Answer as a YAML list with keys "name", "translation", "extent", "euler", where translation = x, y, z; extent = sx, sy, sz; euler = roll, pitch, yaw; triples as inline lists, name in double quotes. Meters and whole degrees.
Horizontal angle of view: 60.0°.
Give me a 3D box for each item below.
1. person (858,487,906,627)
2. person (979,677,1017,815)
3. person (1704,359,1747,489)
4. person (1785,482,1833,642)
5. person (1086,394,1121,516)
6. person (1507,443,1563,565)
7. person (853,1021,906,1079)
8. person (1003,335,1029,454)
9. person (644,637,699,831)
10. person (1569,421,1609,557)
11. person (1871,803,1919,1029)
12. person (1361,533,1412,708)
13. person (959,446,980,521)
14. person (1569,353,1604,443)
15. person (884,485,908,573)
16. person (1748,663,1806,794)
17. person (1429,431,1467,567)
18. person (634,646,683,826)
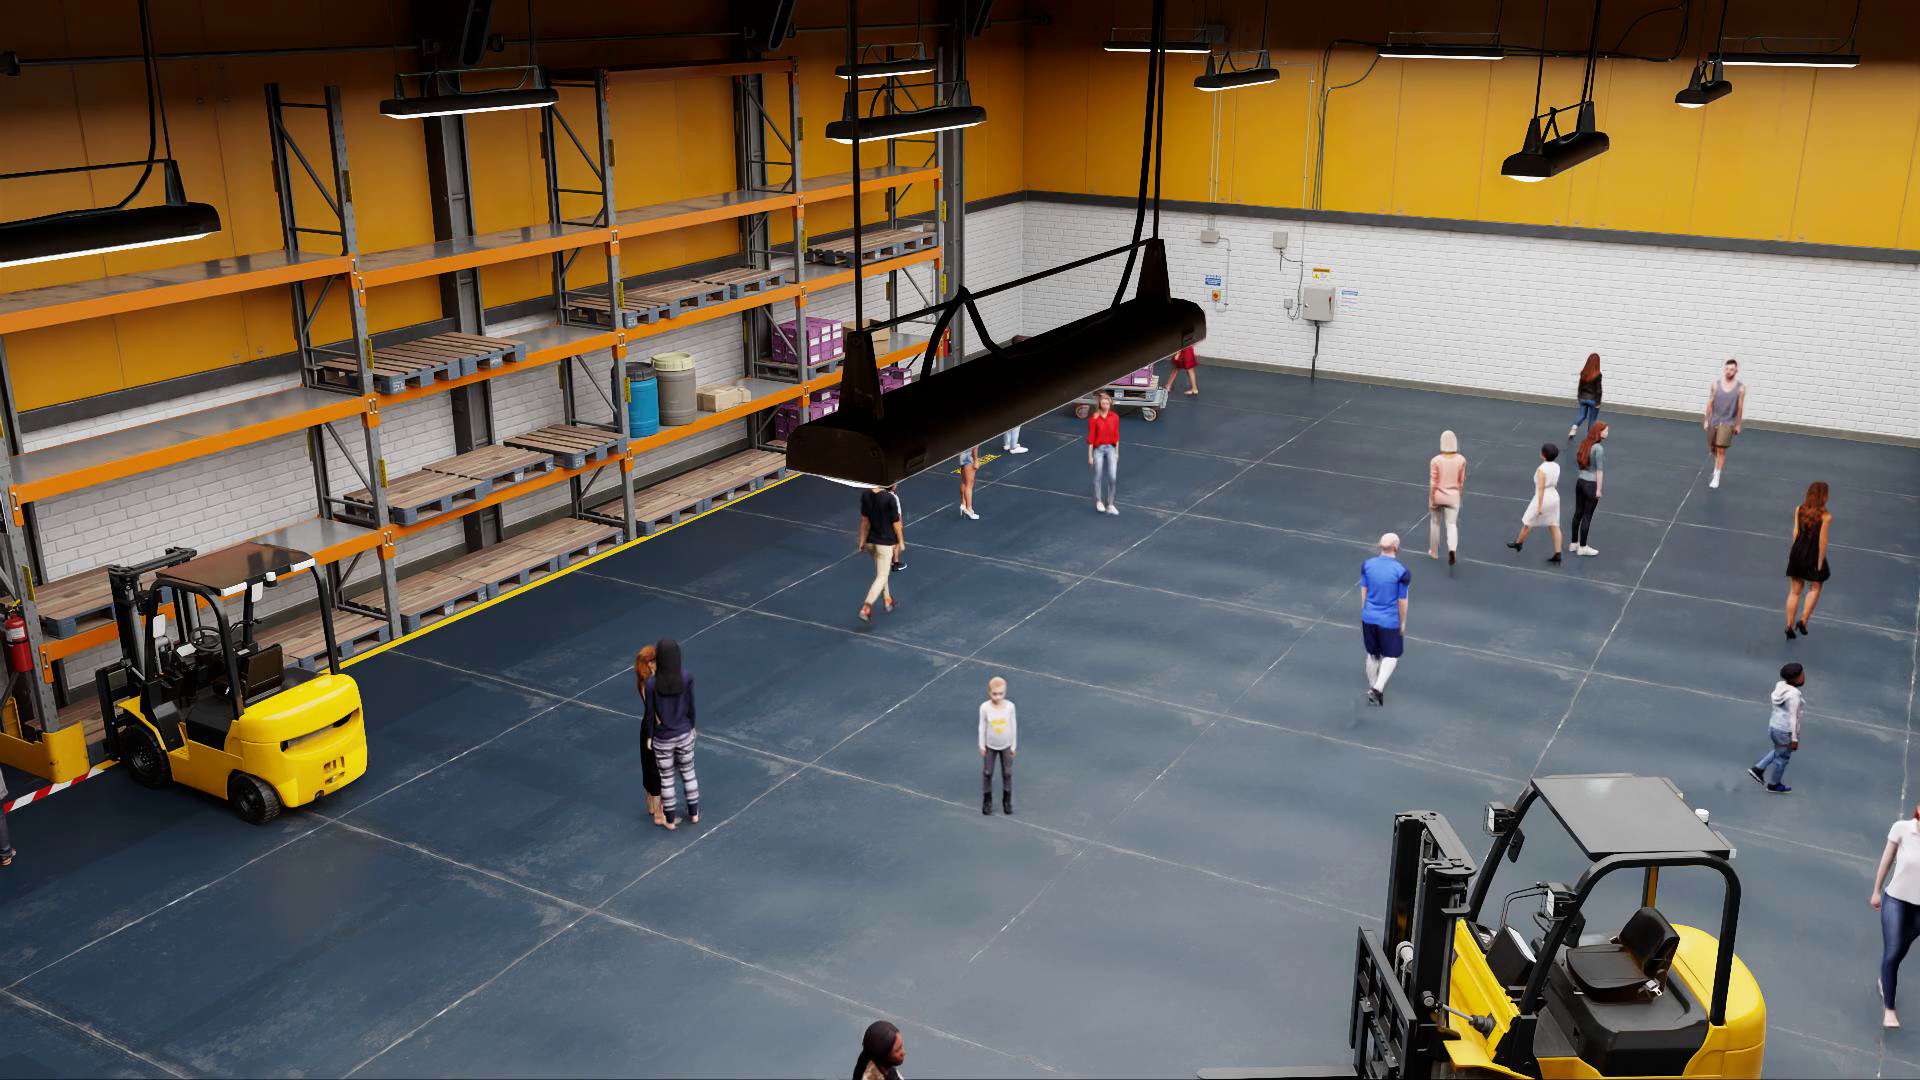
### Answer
- name: "person"
  translation: [-0.944, 0.073, 18.883]
  extent: [0.709, 1.826, 1.179]
  euler: [13, 23, 35]
- name: "person"
  translation: [0.336, 1.792, 14.636]
  extent: [0.562, 1.277, 0.607]
  euler: [-2, 19, -5]
- name: "person"
  translation: [10.903, -1.693, 23.721]
  extent: [0.731, 1.820, 1.180]
  euler: [14, 23, 35]
- name: "person"
  translation: [9.267, 0.257, 18.336]
  extent: [0.719, 1.825, 0.679]
  euler: [-14, 23, -36]
- name: "person"
  translation: [1.947, -1.209, 22.906]
  extent: [0.886, 1.686, 0.949]
  euler: [-4, 19, -13]
- name: "person"
  translation: [7.404, -0.421, 20.846]
  extent: [1.028, 1.508, 0.946]
  euler: [-11, 21, -29]
- name: "person"
  translation: [-0.493, 3.410, 9.042]
  extent: [0.802, 1.782, 0.804]
  euler: [3, 19, 8]
- name: "person"
  translation: [0.832, -2.274, 25.814]
  extent: [0.748, 1.850, 0.738]
  euler: [-9, 21, -25]
- name: "person"
  translation: [-2.470, 1.661, 14.321]
  extent: [0.632, 1.727, 0.746]
  euler: [-10, 21, -27]
- name: "person"
  translation: [8.023, -0.672, 21.225]
  extent: [0.721, 1.742, 0.650]
  euler: [-4, 19, -11]
- name: "person"
  translation: [6.710, 2.532, 11.775]
  extent: [0.746, 1.702, 1.105]
  euler: [6, 20, 17]
- name: "person"
  translation: [4.188, 0.830, 16.632]
  extent: [0.709, 1.827, 0.893]
  euler: [13, 23, 35]
- name: "person"
  translation: [0.117, -1.089, 22.657]
  extent: [0.743, 1.618, 0.679]
  euler: [-4, 19, -11]
- name: "person"
  translation: [9.899, -2.217, 26.241]
  extent: [0.927, 1.469, 0.770]
  euler: [-13, 23, -34]
- name: "person"
  translation: [-0.873, -0.235, 20.680]
  extent: [0.484, 1.262, 0.495]
  euler: [11, 22, 30]
- name: "person"
  translation: [7.361, 1.693, 14.972]
  extent: [0.657, 1.251, 0.620]
  euler: [1, 19, 3]
- name: "person"
  translation: [6.089, -0.499, 20.768]
  extent: [0.863, 1.705, 1.059]
  euler: [1, 19, 2]
- name: "person"
  translation: [-2.648, 1.675, 14.438]
  extent: [0.729, 1.626, 0.678]
  euler: [-7, 20, -19]
